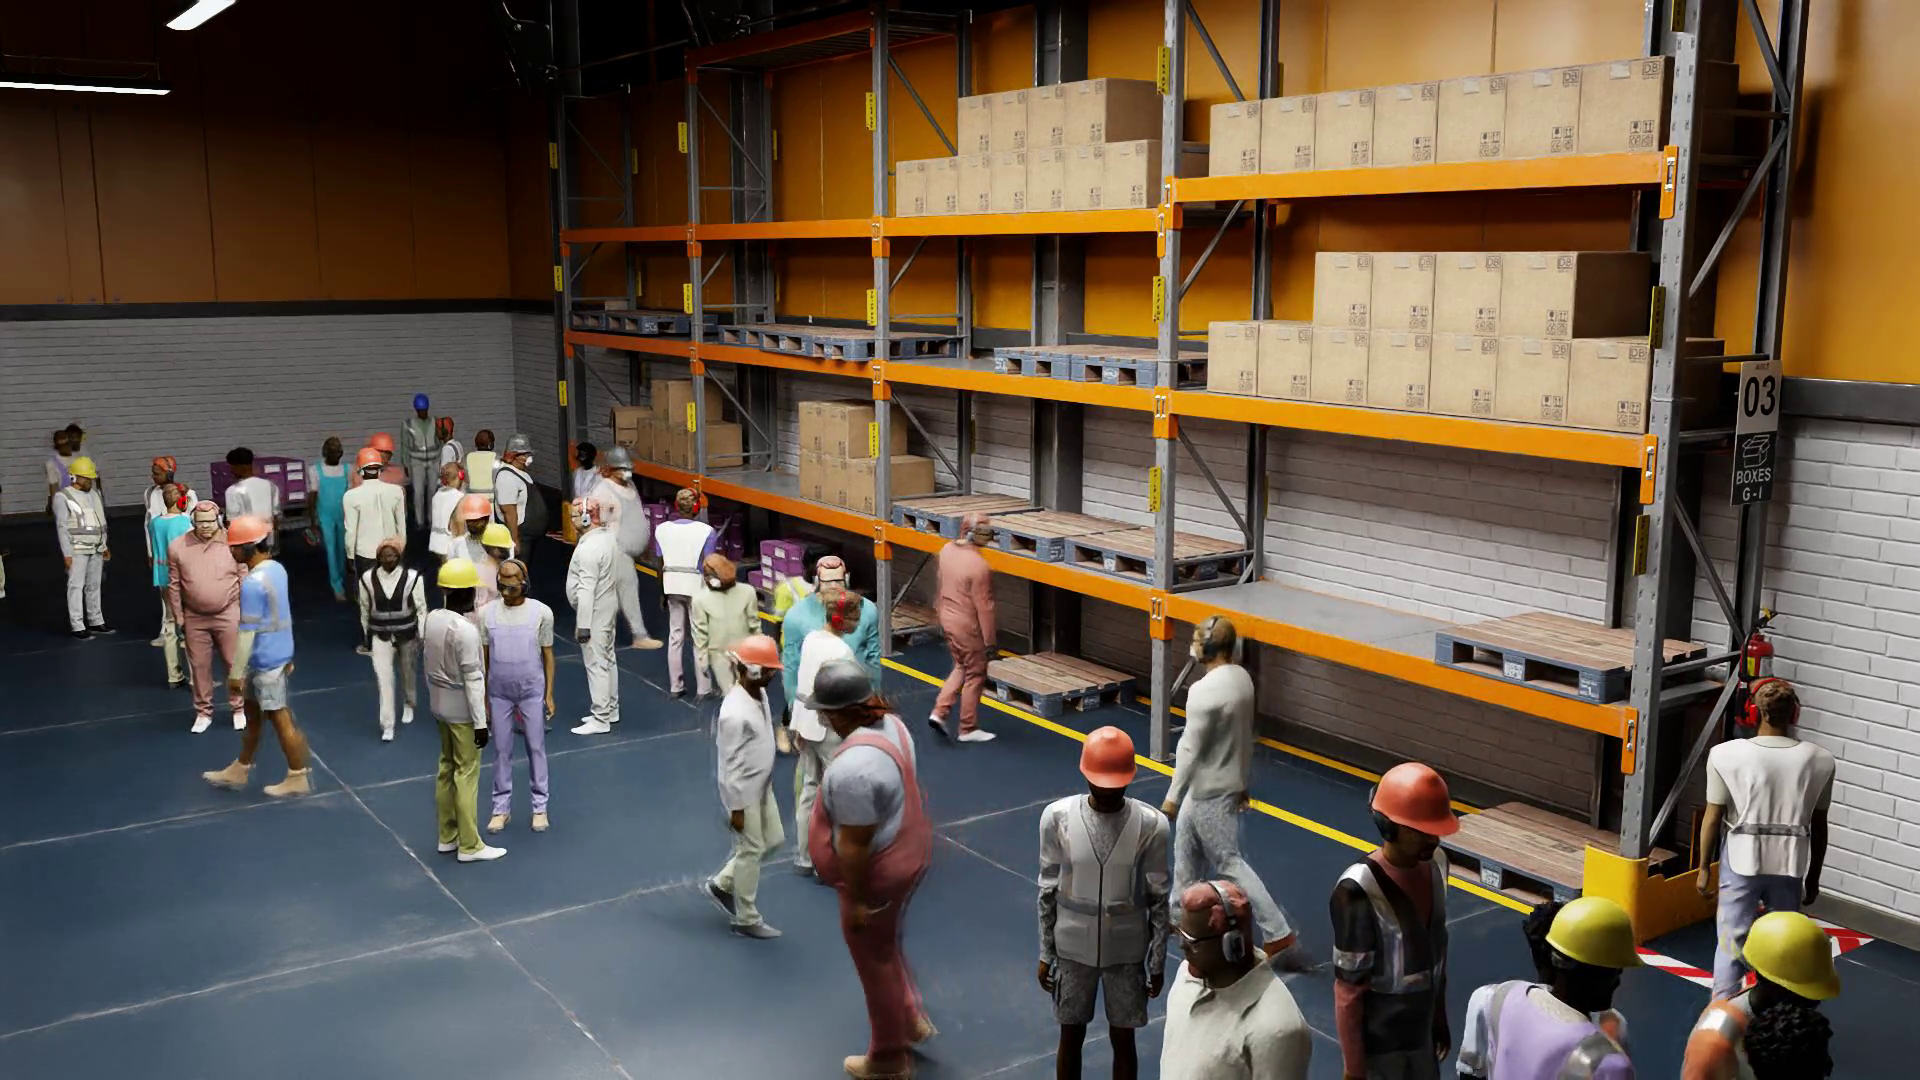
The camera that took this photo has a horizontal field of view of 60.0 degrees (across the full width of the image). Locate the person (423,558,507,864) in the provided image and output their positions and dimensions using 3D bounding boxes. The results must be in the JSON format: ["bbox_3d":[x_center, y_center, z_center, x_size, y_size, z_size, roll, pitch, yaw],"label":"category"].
[{"bbox_3d":[-3.137,1.068,10.485,0.376,1.924,0.595,-9,13,-42],"label":"person"}]

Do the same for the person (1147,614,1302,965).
[{"bbox_3d":[1.427,1.340,8.989,0.975,1.902,0.634,5,11,26],"label":"person"}]

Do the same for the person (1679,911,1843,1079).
[{"bbox_3d":[2.422,2.003,5.196,0.614,1.863,1.045,-6,11,-30],"label":"person"}]

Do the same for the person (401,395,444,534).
[{"bbox_3d":[-7.332,-1.034,22.882,0.618,1.898,0.938,-5,11,-26],"label":"person"}]

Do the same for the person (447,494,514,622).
[{"bbox_3d":[-3.813,0.591,13.251,0.542,1.938,0.358,0,10,-1],"label":"person"}]

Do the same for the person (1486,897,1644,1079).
[{"bbox_3d":[1.826,2.000,5.064,0.399,1.912,0.591,-4,10,-20],"label":"person"}]

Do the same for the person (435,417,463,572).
[{"bbox_3d":[-6.171,-0.555,20.162,0.368,1.879,0.579,-1,10,-6],"label":"person"}]

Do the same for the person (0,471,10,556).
[{"bbox_3d":[-12.412,-0.765,21.045,0.622,1.992,0.397,2,10,10],"label":"person"}]

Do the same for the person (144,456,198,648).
[{"bbox_3d":[-7.665,0.116,16.199,0.575,1.883,0.362,2,10,13],"label":"person"}]

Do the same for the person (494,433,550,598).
[{"bbox_3d":[-4.441,-0.082,16.900,0.535,2.000,0.681,-1,10,-5],"label":"person"}]

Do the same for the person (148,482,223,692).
[{"bbox_3d":[-6.821,0.415,14.549,0.567,1.846,0.389,4,11,23],"label":"person"}]

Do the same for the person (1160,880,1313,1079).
[{"bbox_3d":[0.808,1.982,5.226,0.402,1.896,0.652,-4,10,-22],"label":"person"}]

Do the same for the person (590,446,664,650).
[{"bbox_3d":[-3.374,0.033,16.225,0.976,2.000,0.680,2,10,13],"label":"person"}]

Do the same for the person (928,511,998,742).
[{"bbox_3d":[0.044,0.687,12.896,0.486,1.883,0.697,-6,11,-30],"label":"person"}]

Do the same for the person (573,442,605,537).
[{"bbox_3d":[-4.252,-0.291,19.159,0.530,1.690,0.318,7,12,37],"label":"person"}]

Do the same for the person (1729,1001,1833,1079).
[{"bbox_3d":[2.334,2.149,4.811,0.320,1.698,0.531,-2,10,-10],"label":"person"}]

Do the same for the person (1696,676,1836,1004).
[{"bbox_3d":[3.787,1.563,7.848,0.562,1.837,0.388,1,10,8],"label":"person"}]

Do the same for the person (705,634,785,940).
[{"bbox_3d":[-1.185,1.373,9.266,0.432,1.724,0.593,2,10,9],"label":"person"}]

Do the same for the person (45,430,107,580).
[{"bbox_3d":[-10.264,-0.379,19.288,0.512,1.814,0.555,5,11,28],"label":"person"}]

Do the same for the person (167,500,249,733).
[{"bbox_3d":[-5.959,0.614,13.277,0.643,1.891,0.394,-2,10,-13],"label":"person"}]

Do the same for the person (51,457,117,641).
[{"bbox_3d":[-8.717,0.081,16.585,0.403,1.823,0.588,2,10,13],"label":"person"}]

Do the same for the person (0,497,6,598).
[{"bbox_3d":[-10.855,-0.144,18.448,0.500,1.636,0.284,2,10,14],"label":"person"}]

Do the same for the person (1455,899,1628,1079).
[{"bbox_3d":[1.916,2.031,5.563,0.559,1.663,0.417,3,10,15],"label":"person"}]

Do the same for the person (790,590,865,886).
[{"bbox_3d":[-0.828,1.193,10.095,0.415,1.816,0.709,-6,11,-30],"label":"person"}]

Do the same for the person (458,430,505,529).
[{"bbox_3d":[-5.401,-0.344,19.019,0.633,1.842,0.429,0,10,1],"label":"person"}]

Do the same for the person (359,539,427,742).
[{"bbox_3d":[-4.505,0.761,13.276,0.523,1.585,0.879,-2,10,-12],"label":"person"}]

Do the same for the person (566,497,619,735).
[{"bbox_3d":[-2.946,0.599,13.324,0.399,1.900,0.644,0,10,2],"label":"person"}]

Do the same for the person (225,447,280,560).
[{"bbox_3d":[-7.164,0.011,16.815,0.899,1.918,0.626,4,11,24],"label":"person"}]

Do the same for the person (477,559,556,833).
[{"bbox_3d":[-2.927,1.026,10.991,0.504,1.839,0.344,-1,10,-4],"label":"person"}]

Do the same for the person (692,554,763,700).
[{"bbox_3d":[-1.730,0.885,12.499,0.542,1.595,0.367,-2,10,-14],"label":"person"}]

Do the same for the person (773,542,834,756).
[{"bbox_3d":[-1.155,0.839,12.558,0.581,1.667,0.368,-6,12,-33],"label":"person"}]

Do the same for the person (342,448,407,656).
[{"bbox_3d":[-5.587,0.111,15.901,0.608,1.995,0.376,-9,13,-44],"label":"person"}]

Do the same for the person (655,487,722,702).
[{"bbox_3d":[-2.327,0.473,14.220,0.570,1.840,0.372,3,10,17],"label":"person"}]

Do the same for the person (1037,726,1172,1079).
[{"bbox_3d":[0.589,1.691,6.848,0.549,1.926,0.387,1,10,7],"label":"person"}]

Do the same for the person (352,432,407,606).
[{"bbox_3d":[-6.159,-0.170,17.611,0.672,1.972,0.631,9,13,43],"label":"person"}]

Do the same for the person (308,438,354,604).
[{"bbox_3d":[-6.925,-0.221,18.486,0.533,1.828,0.820,-7,12,-34],"label":"person"}]

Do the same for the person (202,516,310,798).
[{"bbox_3d":[-5.004,0.833,11.603,0.854,2.010,0.621,-1,10,-8],"label":"person"}]

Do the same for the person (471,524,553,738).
[{"bbox_3d":[-3.566,0.726,13.028,0.761,1.732,0.548,3,10,19],"label":"person"}]

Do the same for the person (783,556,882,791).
[{"bbox_3d":[-0.816,1.035,10.776,0.645,1.900,0.399,-3,10,-16],"label":"person"}]

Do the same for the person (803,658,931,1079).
[{"bbox_3d":[-0.435,1.493,7.657,0.547,2.000,0.710,3,10,16],"label":"person"}]

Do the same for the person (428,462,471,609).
[{"bbox_3d":[-4.933,0.150,16.214,0.405,1.808,0.689,-9,13,-42],"label":"person"}]

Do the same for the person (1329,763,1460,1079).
[{"bbox_3d":[1.591,1.778,6.029,0.615,2.029,0.409,-9,13,-42],"label":"person"}]

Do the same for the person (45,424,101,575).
[{"bbox_3d":[-10.559,-0.465,19.828,0.528,1.807,1.012,0,10,-2],"label":"person"}]
